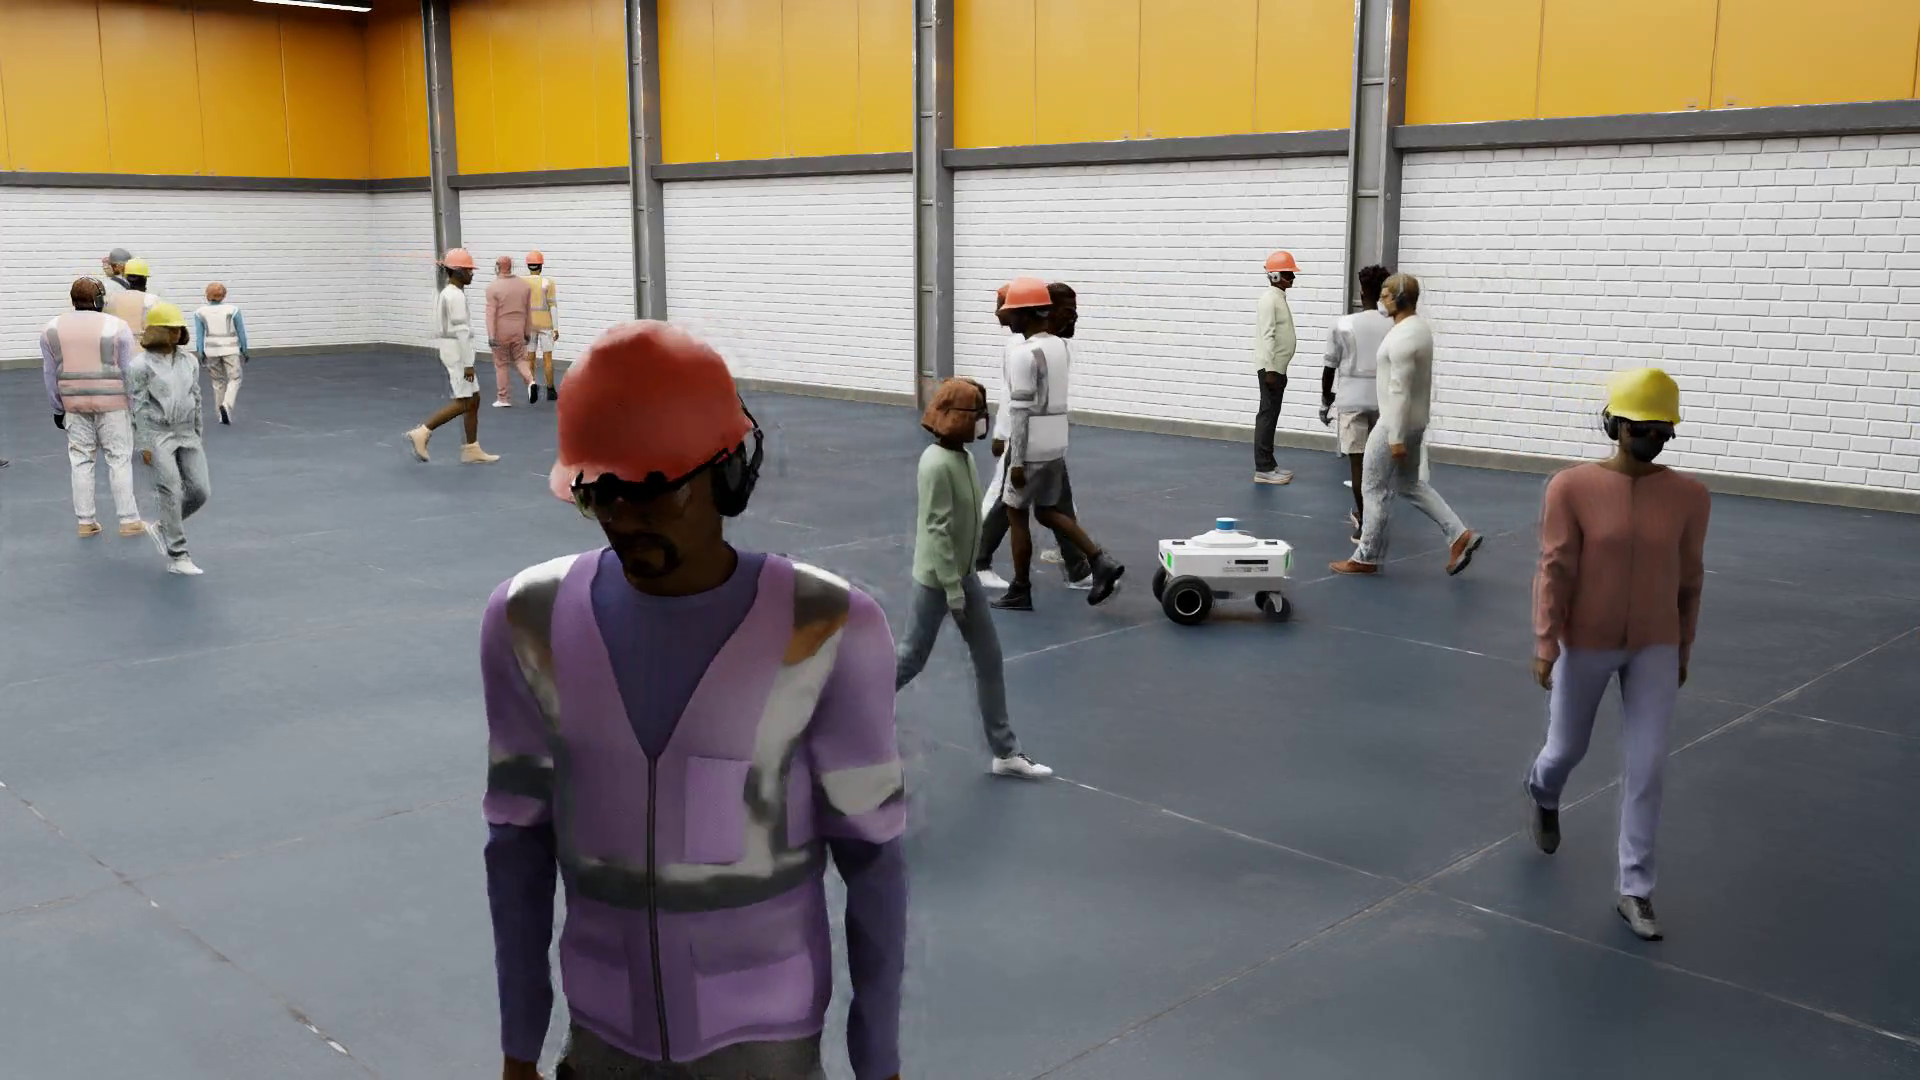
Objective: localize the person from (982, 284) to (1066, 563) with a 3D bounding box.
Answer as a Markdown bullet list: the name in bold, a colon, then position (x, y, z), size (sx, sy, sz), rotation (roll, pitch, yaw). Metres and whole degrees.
- **person**: position (0.362, -0.748, 10.819), size (1.012, 1.820, 0.593), rotation (3, 11, 15)

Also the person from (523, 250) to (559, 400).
- **person**: position (-5.460, -2.771, 21.528), size (0.543, 1.941, 0.357), rotation (0, 10, 2)

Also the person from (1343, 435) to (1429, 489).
- **person**: position (3.552, -1.177, 13.732), size (0.788, 1.600, 0.539), rotation (6, 12, 29)

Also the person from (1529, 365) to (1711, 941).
- **person**: position (2.071, 0.304, 5.284), size (0.526, 1.738, 0.767), rotation (1, 10, 4)

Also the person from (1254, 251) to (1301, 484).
- **person**: position (2.736, -1.495, 14.421), size (0.379, 1.996, 0.609), rotation (4, 11, 19)

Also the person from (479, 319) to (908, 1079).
- **person**: position (-0.416, 0.681, 2.514), size (0.723, 2.015, 0.629), rotation (2, 11, 10)

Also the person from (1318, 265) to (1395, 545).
- **person**: position (2.828, -0.959, 11.702), size (0.611, 1.918, 0.943), rotation (0, 10, -3)

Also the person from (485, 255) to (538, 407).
- **person**: position (-5.568, -2.572, 20.564), size (0.621, 1.892, 0.658), rotation (9, 14, 42)

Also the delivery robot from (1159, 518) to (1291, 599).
- **delivery robot**: position (1.478, 0.120, 9.290), size (0.707, 0.478, 0.477), rotation (0, 10, -1)

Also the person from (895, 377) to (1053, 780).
- **person**: position (-0.084, 0.152, 6.540), size (0.850, 1.594, 0.497), rotation (4, 11, 22)

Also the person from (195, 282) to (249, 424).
- **person**: position (-8.309, -2.091, 18.694), size (0.532, 1.618, 0.644), rotation (-1, 10, -8)

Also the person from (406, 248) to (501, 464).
- **person**: position (-4.705, -1.675, 15.340), size (0.754, 2.020, 0.623), rotation (-3, 11, -18)

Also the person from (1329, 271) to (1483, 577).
- **person**: position (2.777, -0.692, 10.257), size (0.849, 1.918, 0.634), rotation (6, 12, 28)

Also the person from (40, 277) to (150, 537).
- **person**: position (-6.114, -0.938, 11.800), size (0.634, 1.842, 0.429), rotation (-1, 10, -6)

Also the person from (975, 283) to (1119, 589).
- **person**: position (0.457, -0.603, 9.957), size (0.946, 1.859, 0.608), rotation (4, 11, 21)

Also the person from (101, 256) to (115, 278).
- **person**: position (-11.923, -3.154, 23.887), size (0.970, 1.848, 0.771), rotation (-6, 12, -28)

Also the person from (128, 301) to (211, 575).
- **person**: position (-5.014, -0.638, 10.497), size (0.487, 1.731, 0.483), rotation (5, 12, 27)

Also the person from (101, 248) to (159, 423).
- **person**: position (-9.558, -2.357, 18.998), size (1.002, 2.000, 0.697), rotation (7, 12, 32)

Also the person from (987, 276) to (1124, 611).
- **person**: position (0.512, -0.515, 9.334), size (0.710, 1.915, 0.549), rotation (6, 12, 30)

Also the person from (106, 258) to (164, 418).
- **person**: position (-8.017, -1.784, 16.229), size (0.595, 1.912, 0.538), rotation (1, 10, 6)

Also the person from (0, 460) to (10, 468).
- **person**: position (-9.051, -1.555, 15.213), size (0.586, 1.825, 0.404), rotation (6, 12, 31)
